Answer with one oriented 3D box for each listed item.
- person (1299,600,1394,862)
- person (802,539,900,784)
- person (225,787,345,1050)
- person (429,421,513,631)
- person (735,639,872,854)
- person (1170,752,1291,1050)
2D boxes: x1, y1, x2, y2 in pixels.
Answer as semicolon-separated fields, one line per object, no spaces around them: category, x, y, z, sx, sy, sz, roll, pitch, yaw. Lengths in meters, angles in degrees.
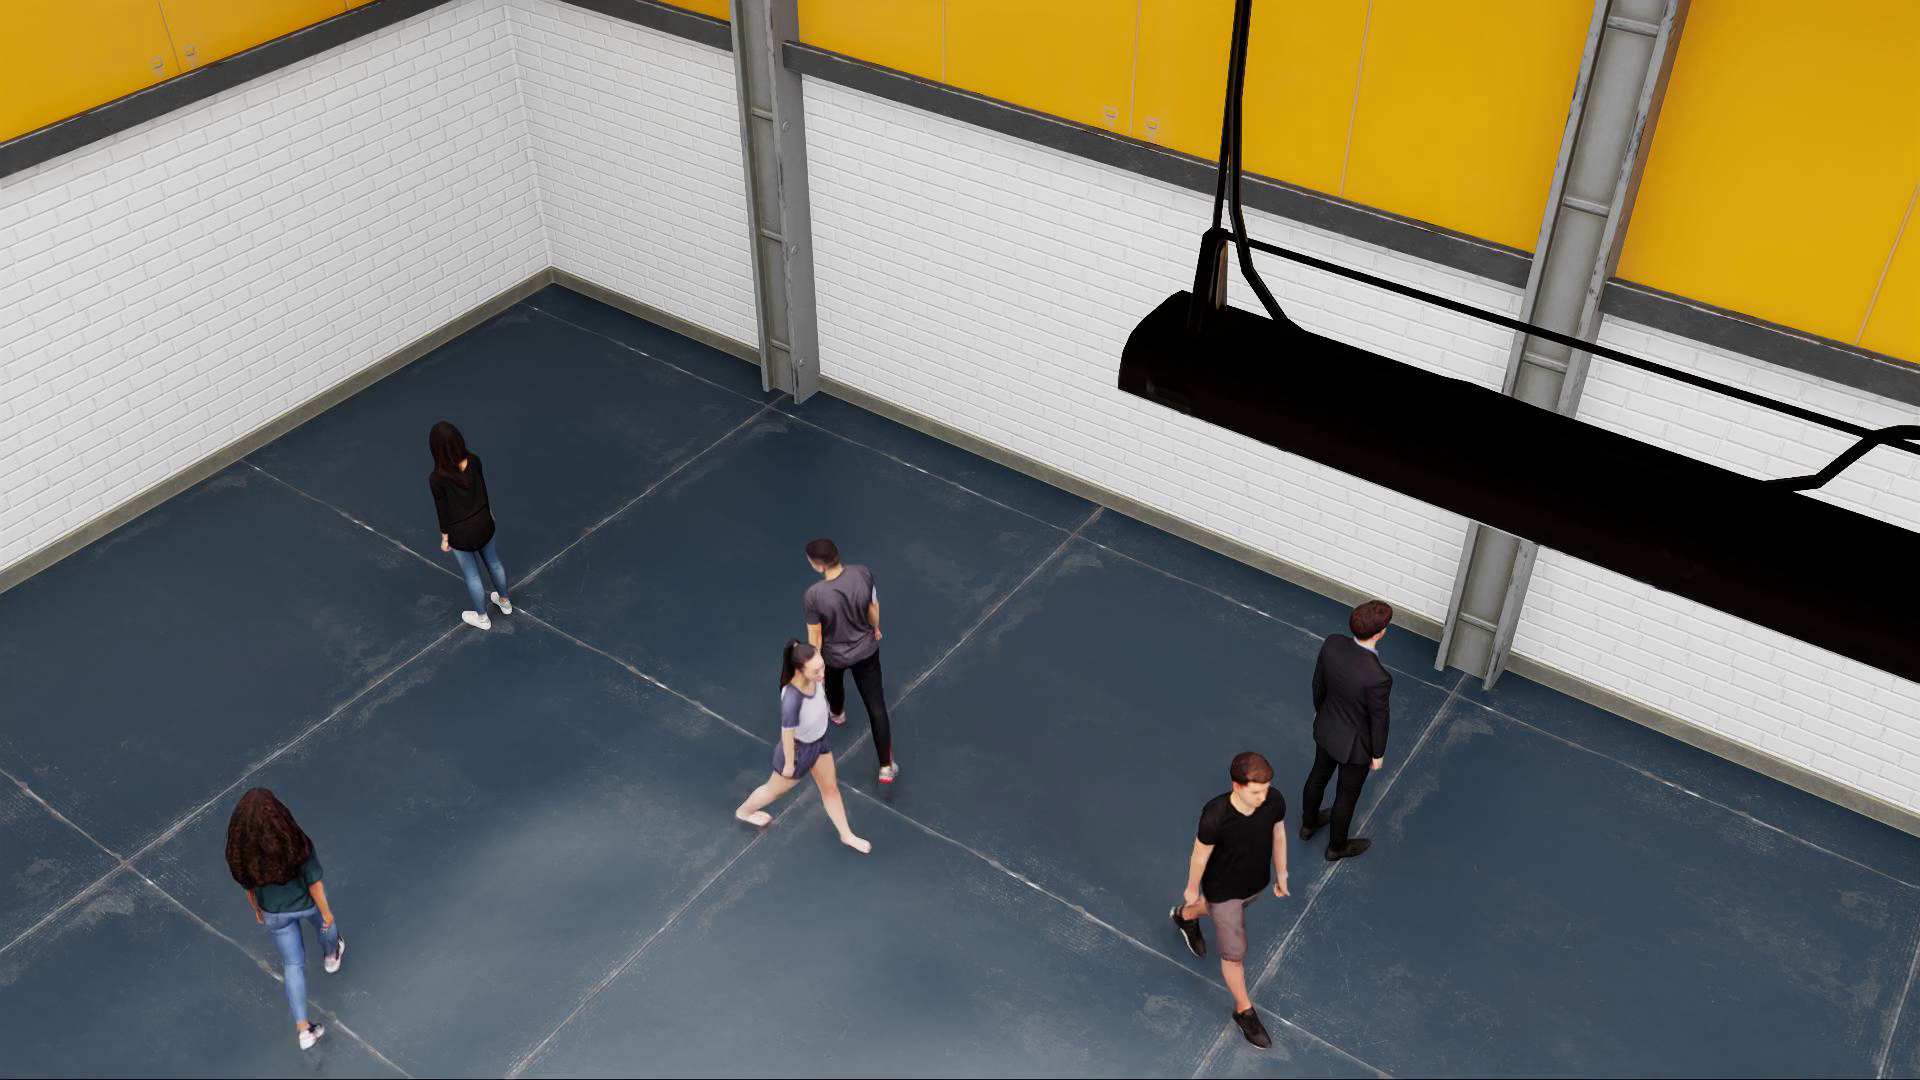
person;2.228;1.098;9.581;0.830;1.894;0.680;-23;44;-26
person;-0.644;0.752;10.163;1.106;1.709;1.308;-13;40;-16
person;-3.519;1.976;8.730;1.040;1.584;1.109;-7;39;-9
person;-3.335;-0.102;11.282;0.544;1.646;0.576;28;47;31
person;-1.015;1.194;9.700;1.150;1.596;0.770;13;40;15
person;1.414;1.741;8.828;1.055;1.829;1.321;-18;42;-22
